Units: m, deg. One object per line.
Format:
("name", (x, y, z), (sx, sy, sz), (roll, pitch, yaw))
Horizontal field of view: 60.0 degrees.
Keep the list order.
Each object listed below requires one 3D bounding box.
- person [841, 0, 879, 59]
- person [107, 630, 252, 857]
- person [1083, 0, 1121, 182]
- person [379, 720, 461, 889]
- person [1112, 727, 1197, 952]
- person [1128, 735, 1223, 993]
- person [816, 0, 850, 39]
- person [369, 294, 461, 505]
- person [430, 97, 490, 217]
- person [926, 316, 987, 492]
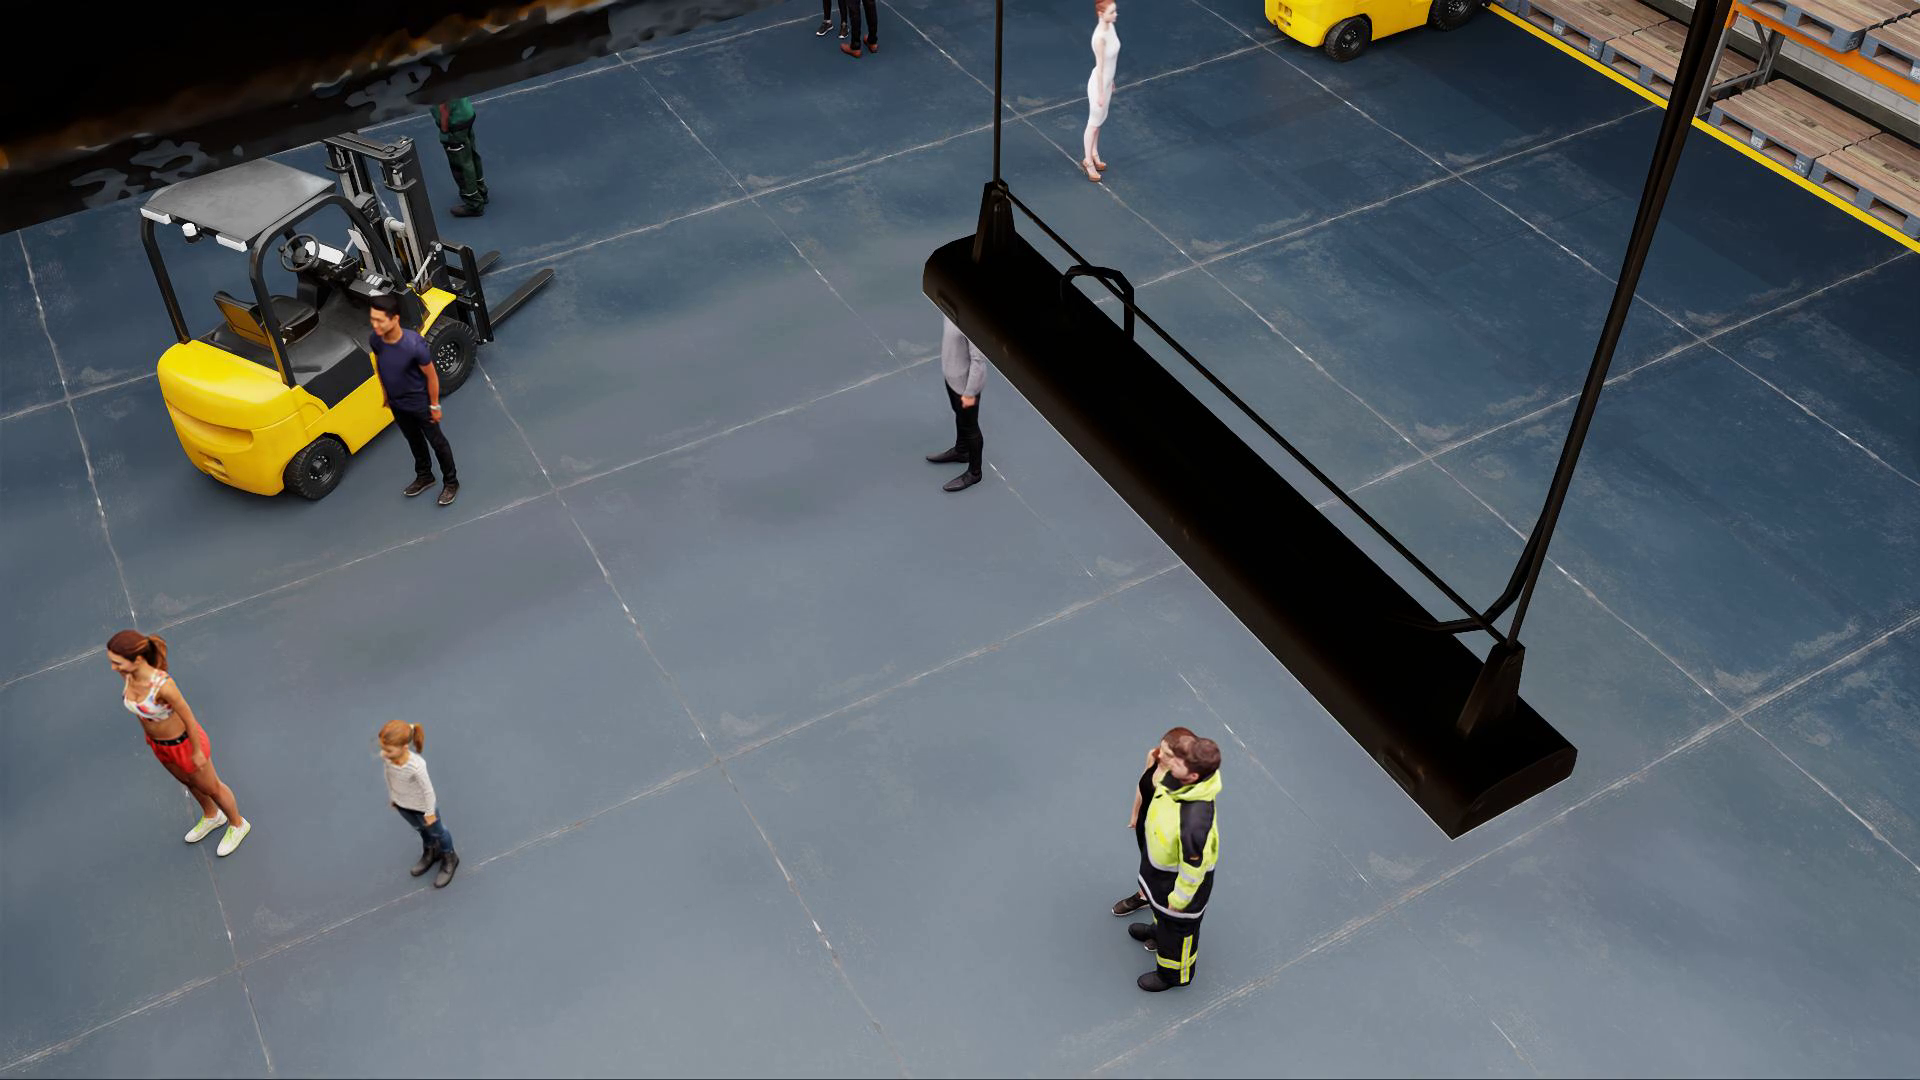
("person", (-1.038, -5.840, 16.899), (0.711, 1.884, 0.568), (-26, 49, -25))
("person", (-4.523, 1.162, 9.618), (0.646, 1.790, 0.741), (20, 47, 20))
("person", (1.276, -4.132, 15.173), (0.669, 1.793, 0.624), (13, 45, 13))
("person", (-3.134, 1.501, 9.605), (0.555, 1.316, 0.624), (19, 47, 19))
("person", (1.135, 1.614, 9.189), (0.631, 1.726, 0.455), (-25, 49, -24))
("person", (1.180, 1.712, 8.901), (0.926, 1.983, 0.779), (-2, 44, -2))
("person", (-1.331, -6.047, 17.292), (0.629, 1.642, 0.694), (11, 45, 12))
("person", (-3.916, -1.024, 11.910), (0.686, 1.793, 0.781), (16, 46, 16))
("person", (-4.474, -3.731, 14.717), (0.846, 1.840, 0.748), (3, 44, 3))
("person", (0.039, -1.214, 12.015), (0.842, 1.924, 0.640), (-13, 45, -13))
